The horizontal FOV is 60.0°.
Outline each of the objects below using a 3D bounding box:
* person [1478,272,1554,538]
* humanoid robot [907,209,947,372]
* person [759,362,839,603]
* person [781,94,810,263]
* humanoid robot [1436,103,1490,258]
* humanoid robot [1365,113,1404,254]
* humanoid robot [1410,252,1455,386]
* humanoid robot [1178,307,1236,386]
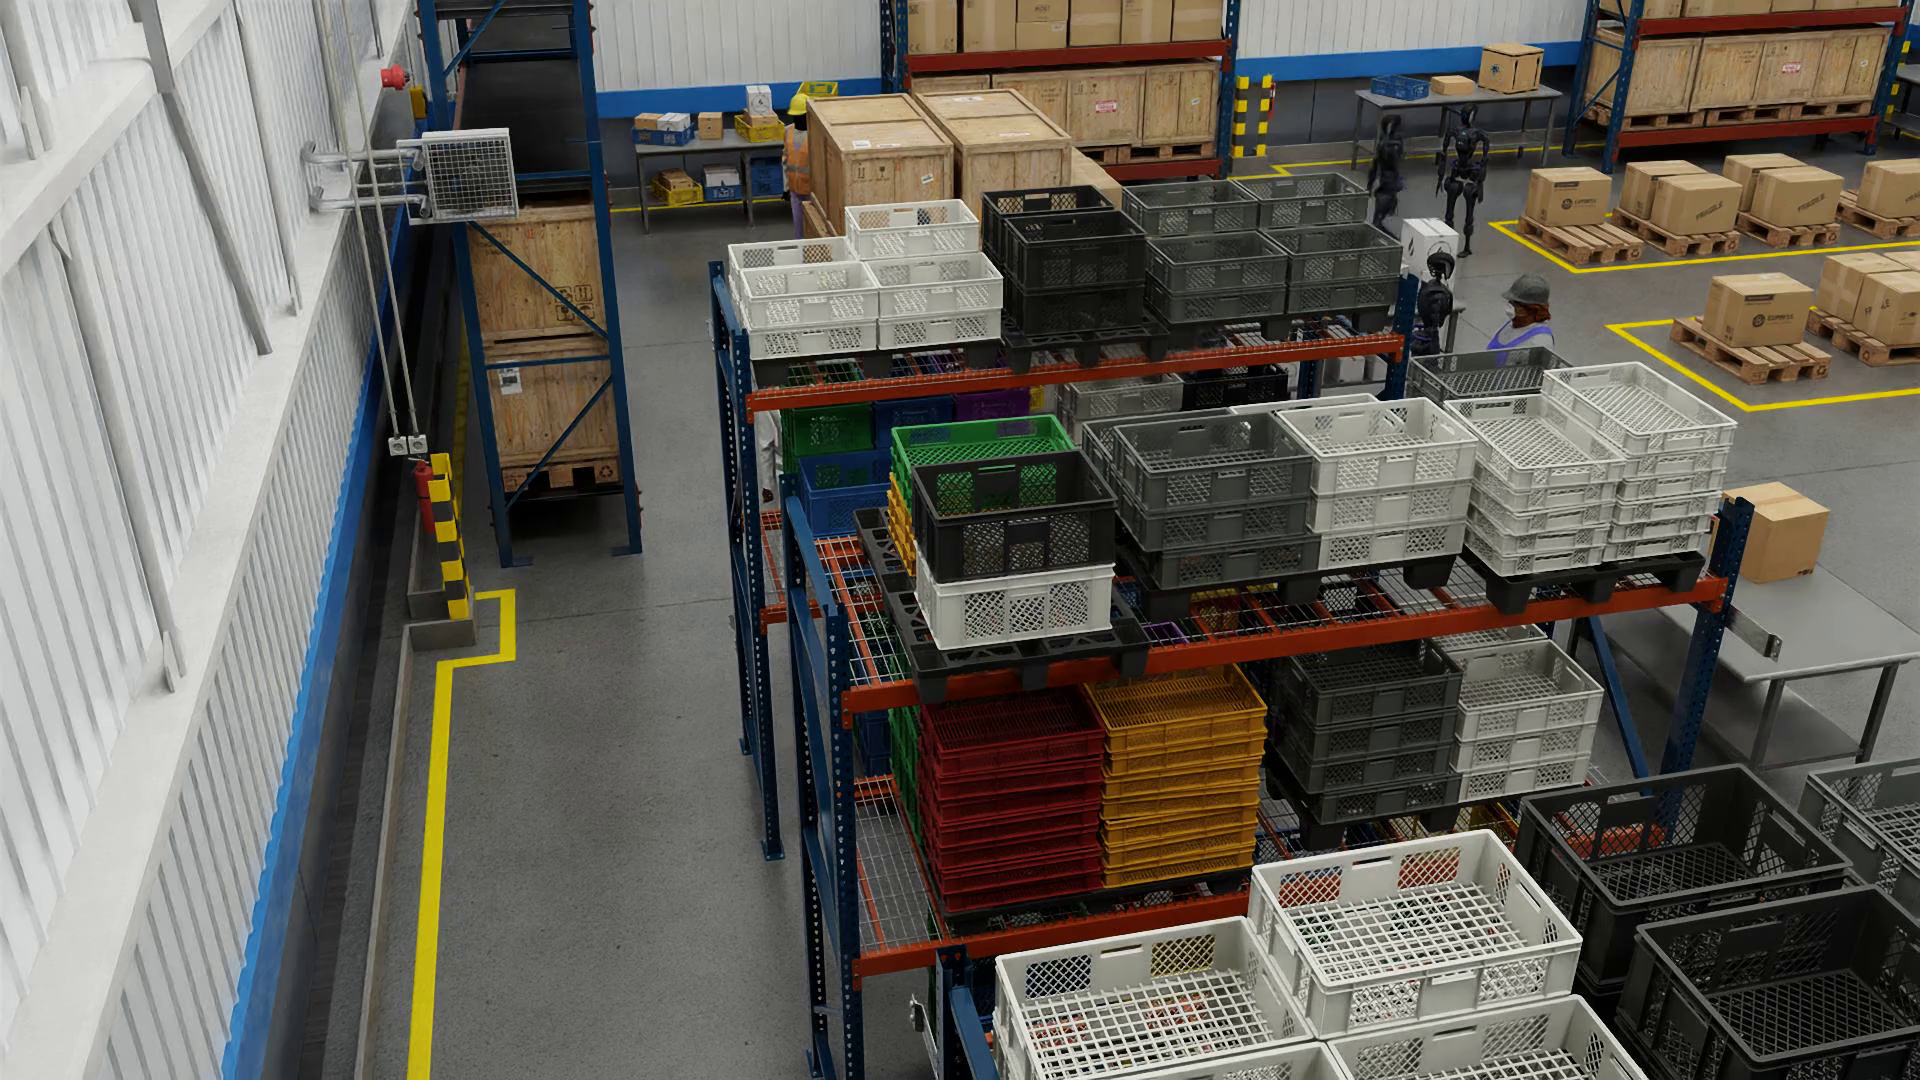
[{"bbox_3d":[3.896,-0.943,11.938,0.539,2.000,0.682,1,28,2],"label":"person"},{"bbox_3d":[-0.329,-2.067,14.442,0.602,1.657,0.315,-12,30,-22],"label":"humanoid robot"},{"bbox_3d":[-1.037,-0.407,11.086,0.584,1.881,0.341,-4,28,-7],"label":"person"},{"bbox_3d":[-1.595,-3.640,17.174,0.586,1.927,0.360,16,32,28],"label":"person"},{"bbox_3d":[5.400,-3.869,17.875,0.563,1.650,0.357,22,35,36],"label":"humanoid robot"},{"bbox_3d":[4.554,-3.709,17.590,0.552,1.641,0.604,-1,28,-2],"label":"humanoid robot"},{"bbox_3d":[3.776,-1.517,13.398,0.325,1.658,0.600,4,28,8],"label":"humanoid robot"},{"bbox_3d":[1.892,-1.218,12.858,0.606,1.635,0.574,-9,29,-16],"label":"humanoid robot"}]
